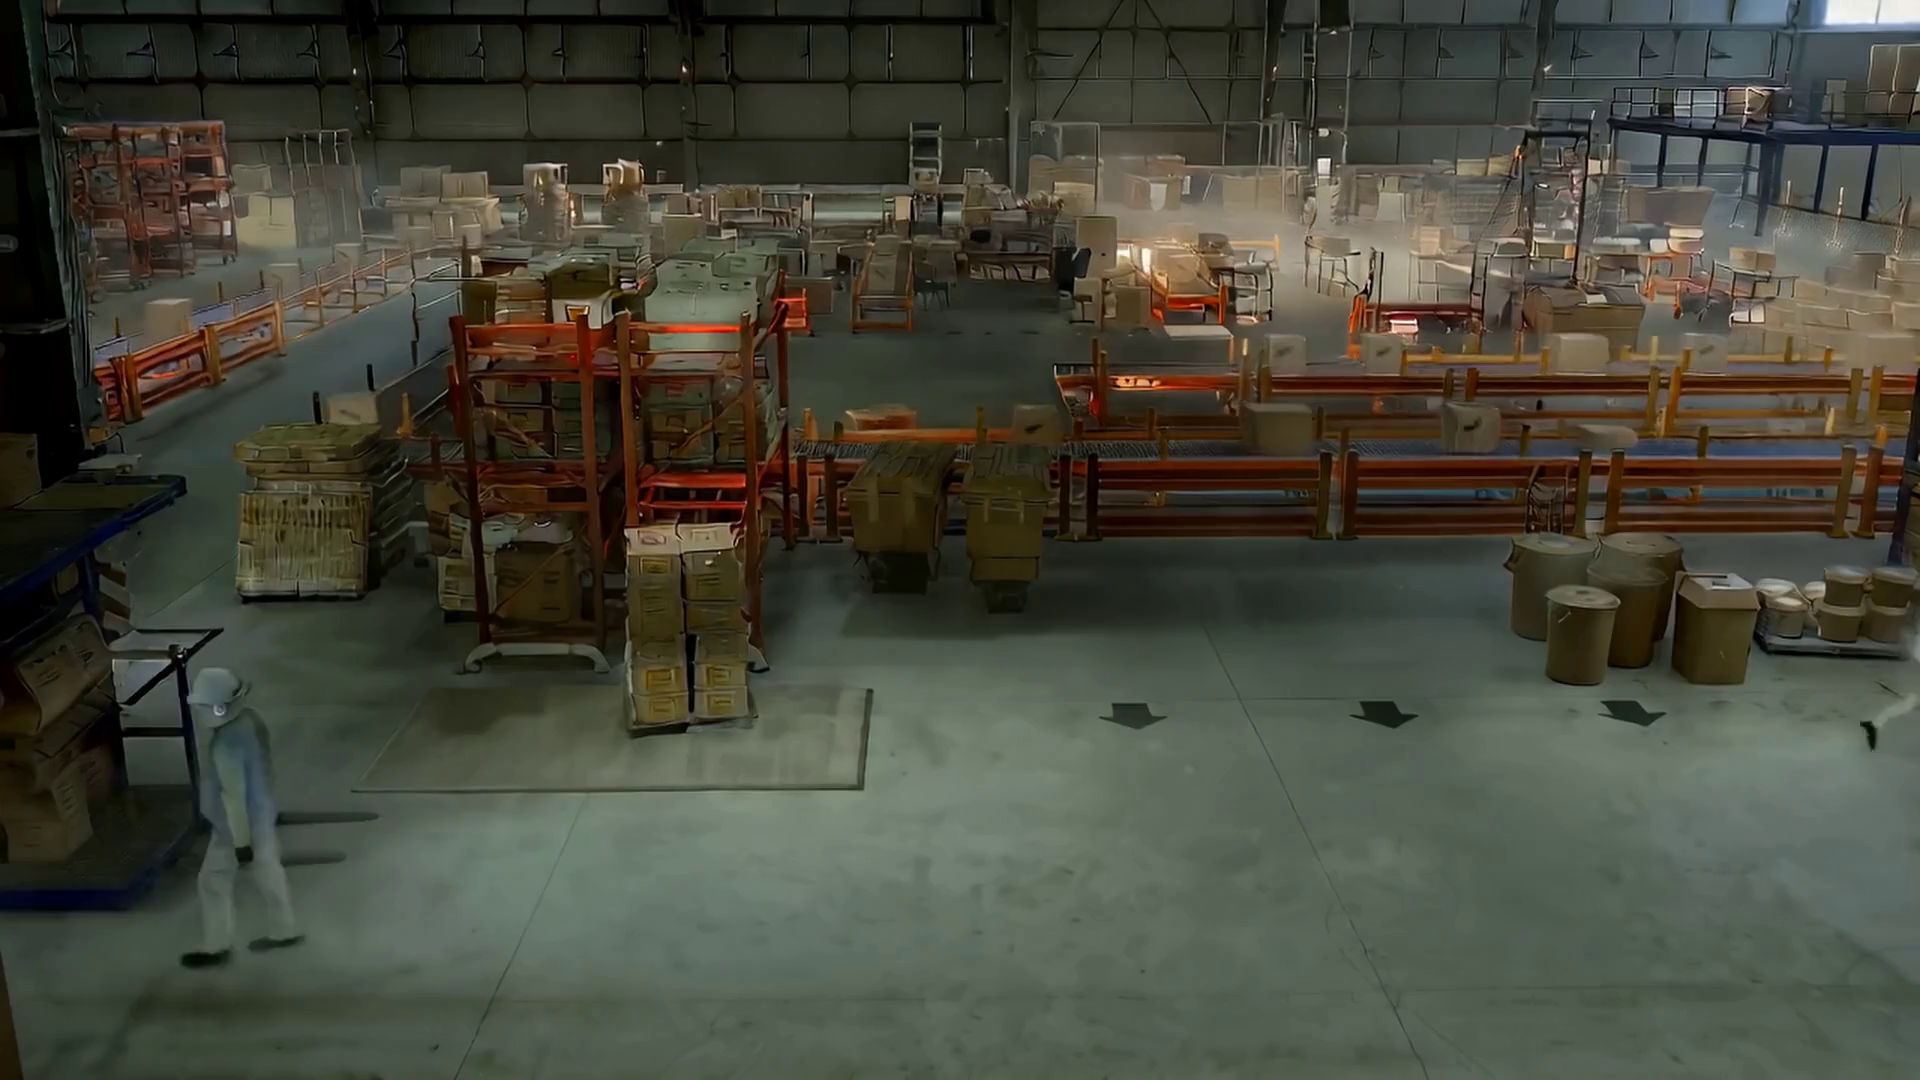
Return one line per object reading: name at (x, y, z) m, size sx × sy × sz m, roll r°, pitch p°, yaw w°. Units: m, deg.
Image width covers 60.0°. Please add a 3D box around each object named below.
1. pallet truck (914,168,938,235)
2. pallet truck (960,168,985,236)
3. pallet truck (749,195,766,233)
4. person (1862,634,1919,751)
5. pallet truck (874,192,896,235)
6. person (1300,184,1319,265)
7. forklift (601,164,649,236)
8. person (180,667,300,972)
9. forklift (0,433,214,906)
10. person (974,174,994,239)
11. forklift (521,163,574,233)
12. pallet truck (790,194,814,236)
pallet truck at (-0.989, -10.316, 50.507) m, size 0.823 × 1.965 × 1.885 m, roll 1°, pitch 16°, yaw 3°
pallet truck at (0.383, -10.230, 50.206) m, size 0.823 × 1.965 × 1.885 m, roll -1°, pitch 16°, yaw -3°
pallet truck at (-6.051, -9.967, 50.660) m, size 0.680 × 1.201 × 1.601 m, roll 0°, pitch 16°, yaw -1°
person at (7.110, 0.892, 12.219) m, size 0.629 × 1.614 × 0.507 m, roll 2°, pitch 16°, yaw 6°
pallet truck at (-2.277, -9.986, 50.594) m, size 0.653 × 1.274 × 1.630 m, roll 0°, pitch 16°, yaw -1°
person at (8.988, -8.114, 42.768) m, size 0.395 × 2.044 × 0.609 m, roll 11°, pitch 19°, yaw 32°
forklift at (-9.948, -10.127, 49.296) m, size 1.157 × 1.987 × 2.680 m, roll -1°, pitch 16°, yaw -3°
person at (-4.230, 1.578, 9.514) m, size 0.737 × 1.808 × 0.597 m, roll -1°, pitch 16°, yaw -5°
forklift at (-5.952, 0.780, 10.366) m, size 1.873 × 2.768 × 1.129 m, roll 0°, pitch 16°, yaw -1°
person at (0.744, -9.852, 49.100) m, size 0.526 × 1.879 × 0.722 m, roll -3°, pitch 16°, yaw -10°
forklift at (-12.233, -10.122, 49.298) m, size 1.157 × 1.987 × 2.680 m, roll 0°, pitch 16°, yaw -1°
pallet truck at (-4.814, -9.883, 50.259) m, size 0.704 × 1.261 × 1.522 m, roll -1°, pitch 16°, yaw -3°
